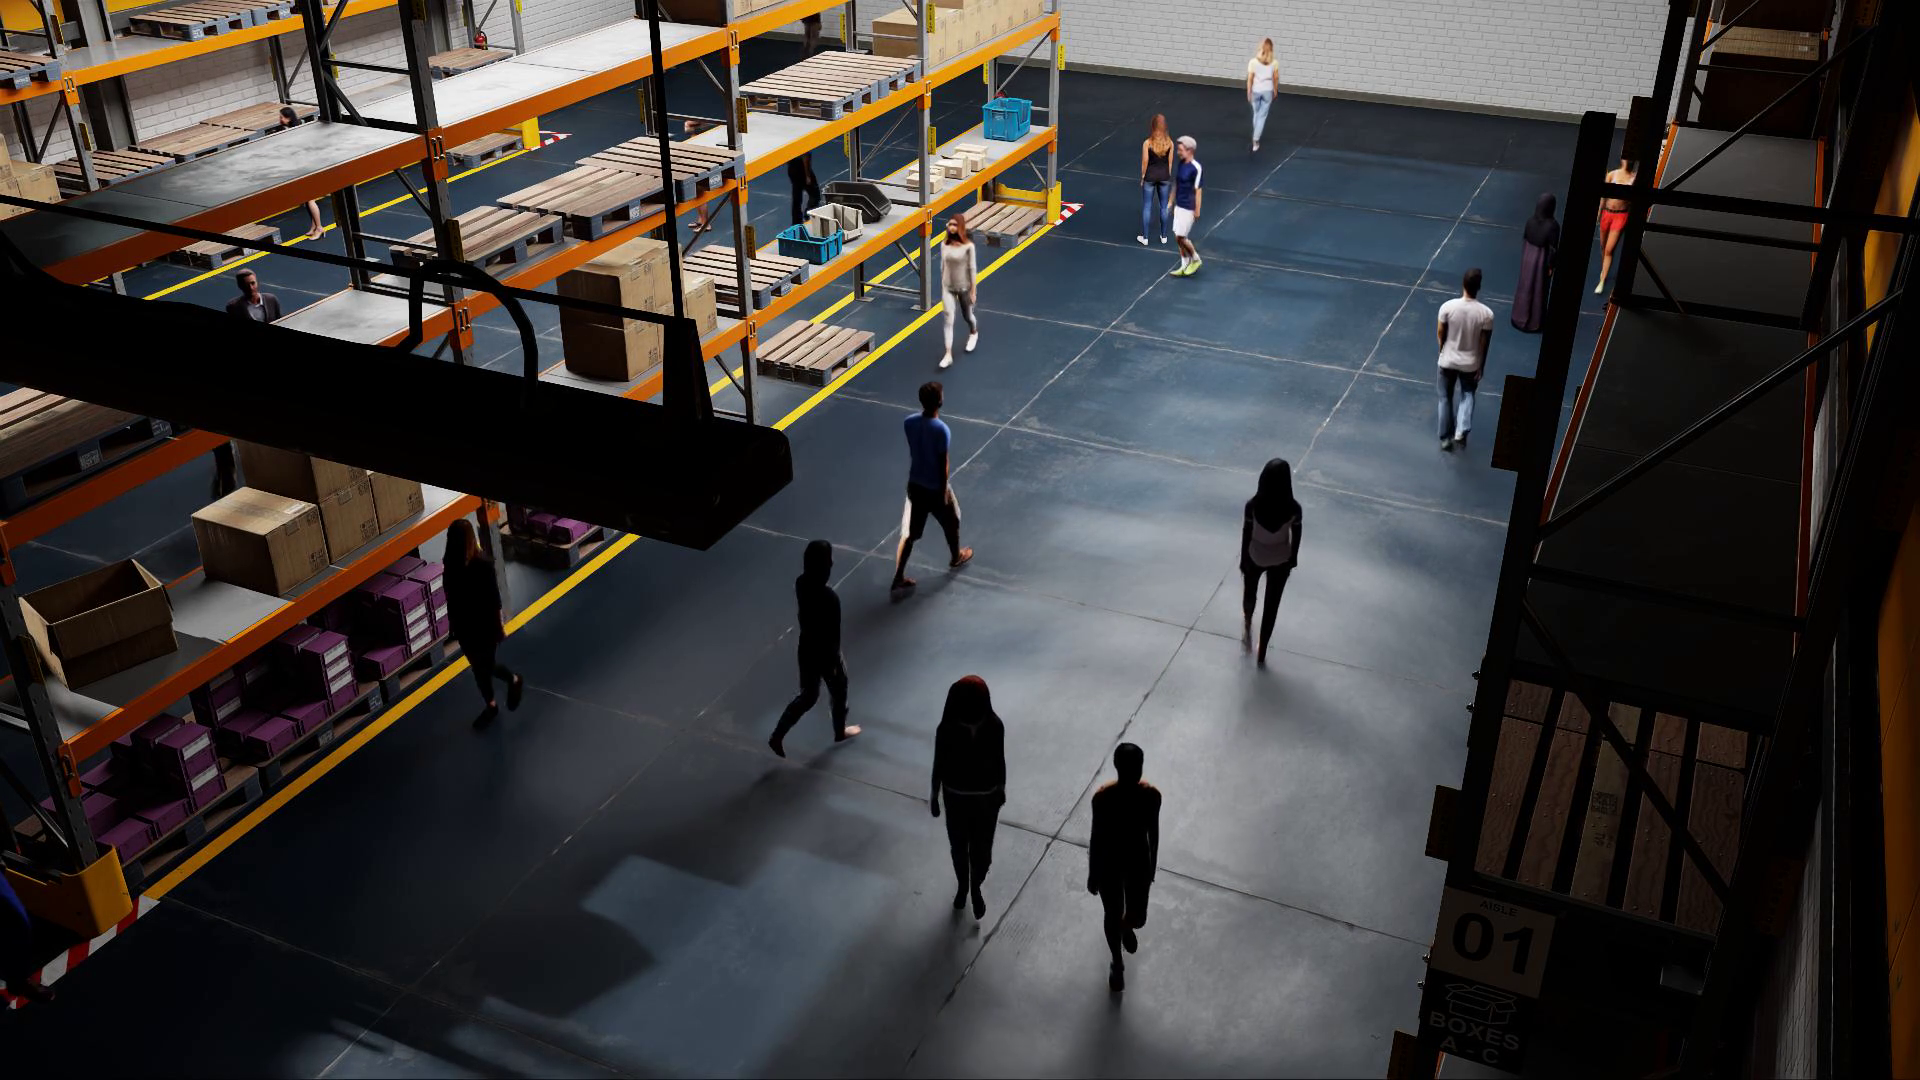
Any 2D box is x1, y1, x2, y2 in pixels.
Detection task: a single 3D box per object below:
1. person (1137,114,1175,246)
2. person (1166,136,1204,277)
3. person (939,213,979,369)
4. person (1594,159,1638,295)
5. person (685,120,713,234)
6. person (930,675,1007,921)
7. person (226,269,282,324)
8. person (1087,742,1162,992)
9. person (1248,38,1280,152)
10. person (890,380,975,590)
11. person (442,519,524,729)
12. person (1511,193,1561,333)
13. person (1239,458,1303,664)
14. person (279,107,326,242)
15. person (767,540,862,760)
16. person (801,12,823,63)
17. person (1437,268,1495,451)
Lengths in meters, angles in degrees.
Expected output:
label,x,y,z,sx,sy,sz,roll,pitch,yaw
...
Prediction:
label,x,y,z,sx,sy,sz,roll,pitch,yaw
person,2.602,-4.777,22.031,0.670,1.722,0.697,-5,29,-9
person,2.908,-4.172,20.829,0.854,1.811,0.795,-11,30,-19
person,0.016,-2.810,18.470,0.630,1.679,1.120,11,30,19
person,8.081,-3.971,20.518,0.667,1.757,1.151,18,33,29
person,-3.568,-4.973,22.567,0.695,1.554,0.640,-11,31,-20
person,0.061,1.547,10.398,0.732,1.761,0.748,0,29,1
person,-6.901,-1.818,16.482,0.707,1.842,0.859,-22,36,-35
person,0.953,1.869,9.852,0.707,1.718,0.797,0,29,1
person,4.733,-6.934,26.032,0.763,1.679,1.150,7,29,13
person,-0.319,-0.411,13.925,0.825,1.821,1.293,20,34,32
person,-3.510,0.561,12.268,0.582,1.701,0.682,12,31,21
person,6.706,-3.237,19.321,0.737,1.615,0.708,-19,34,-31
person,2.397,0.193,12.964,0.773,1.681,1.034,5,29,9
person,-8.792,-4.885,22.181,0.820,1.769,0.784,-15,32,-25
person,-1.062,0.814,11.795,1.098,1.709,0.850,-25,37,-37
person,-2.815,-9.712,31.018,0.866,1.779,0.871,-20,34,-32
person,4.887,-1.723,16.302,0.717,1.848,0.727,9,30,17
